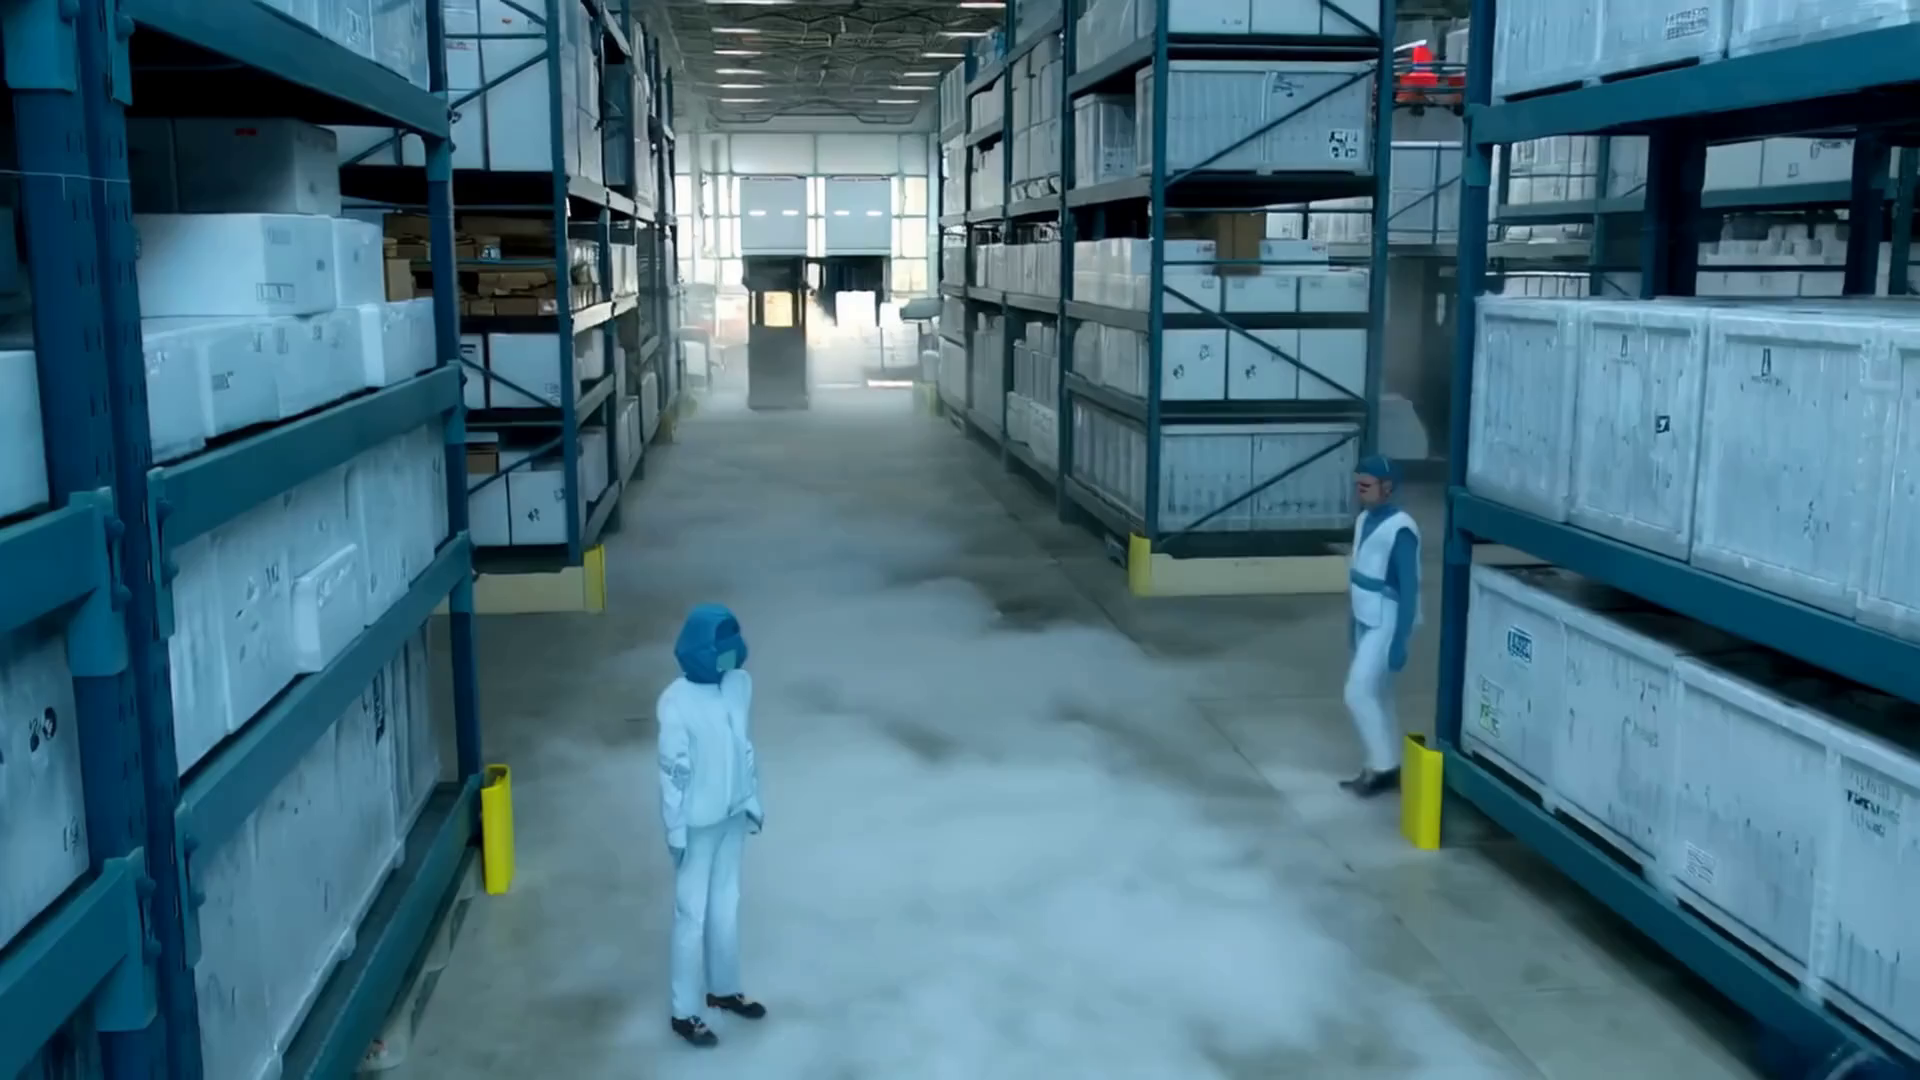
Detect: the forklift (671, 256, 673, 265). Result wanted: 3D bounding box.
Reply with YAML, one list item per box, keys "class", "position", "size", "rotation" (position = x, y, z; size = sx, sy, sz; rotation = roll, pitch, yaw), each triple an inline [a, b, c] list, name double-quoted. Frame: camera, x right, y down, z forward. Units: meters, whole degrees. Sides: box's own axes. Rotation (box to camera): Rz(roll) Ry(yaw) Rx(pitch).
- class: "forklift"
  position: [-11.044, -9.145, 61.805]
  size: [1.129, 2.768, 1.873]
  rotation: [-1, 10, -7]

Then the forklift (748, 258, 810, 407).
- class: "forklift"
  position: [-3.479, -4.002, 31.866]
  size: [1.129, 2.768, 1.873]
  rotation: [-1, 10, -4]

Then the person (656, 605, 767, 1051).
- class: "person"
  position: [-0.914, 1.037, 6.151]
  size: [0.265, 1.632, 0.508]
  rotation: [6, 11, 30]

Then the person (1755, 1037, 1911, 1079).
- class: "person"
  position: [1.171, 1.578, 2.567]
  size: [0.638, 1.796, 0.976]
  rotation: [-4, 11, -22]

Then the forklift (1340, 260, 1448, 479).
- class: "forklift"
  position: [5.737, -2.195, 21.344]
  size: [1.873, 2.768, 1.129]
  rotation: [-1, 10, -7]

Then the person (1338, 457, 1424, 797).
- class: "person"
  position: [2.216, 0.467, 8.879]
  size: [0.471, 1.832, 0.594]
  rotation: [-1, 10, -7]

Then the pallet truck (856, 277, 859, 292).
- class: "pallet truck"
  position: [-3.782, -9.391, 65.808]
  size: [1.885, 1.965, 0.823]
  rotation: [2, 10, 10]

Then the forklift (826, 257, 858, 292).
- class: "forklift"
  position: [-3.405, -6.789, 48.088]
  size: [1.129, 2.768, 1.873]
  rotation: [6, 12, 33]

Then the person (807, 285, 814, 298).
- class: "person"
  position: [-5.900, -9.158, 65.335]
  size: [0.321, 1.693, 0.530]
  rotation: [-4, 10, -21]
